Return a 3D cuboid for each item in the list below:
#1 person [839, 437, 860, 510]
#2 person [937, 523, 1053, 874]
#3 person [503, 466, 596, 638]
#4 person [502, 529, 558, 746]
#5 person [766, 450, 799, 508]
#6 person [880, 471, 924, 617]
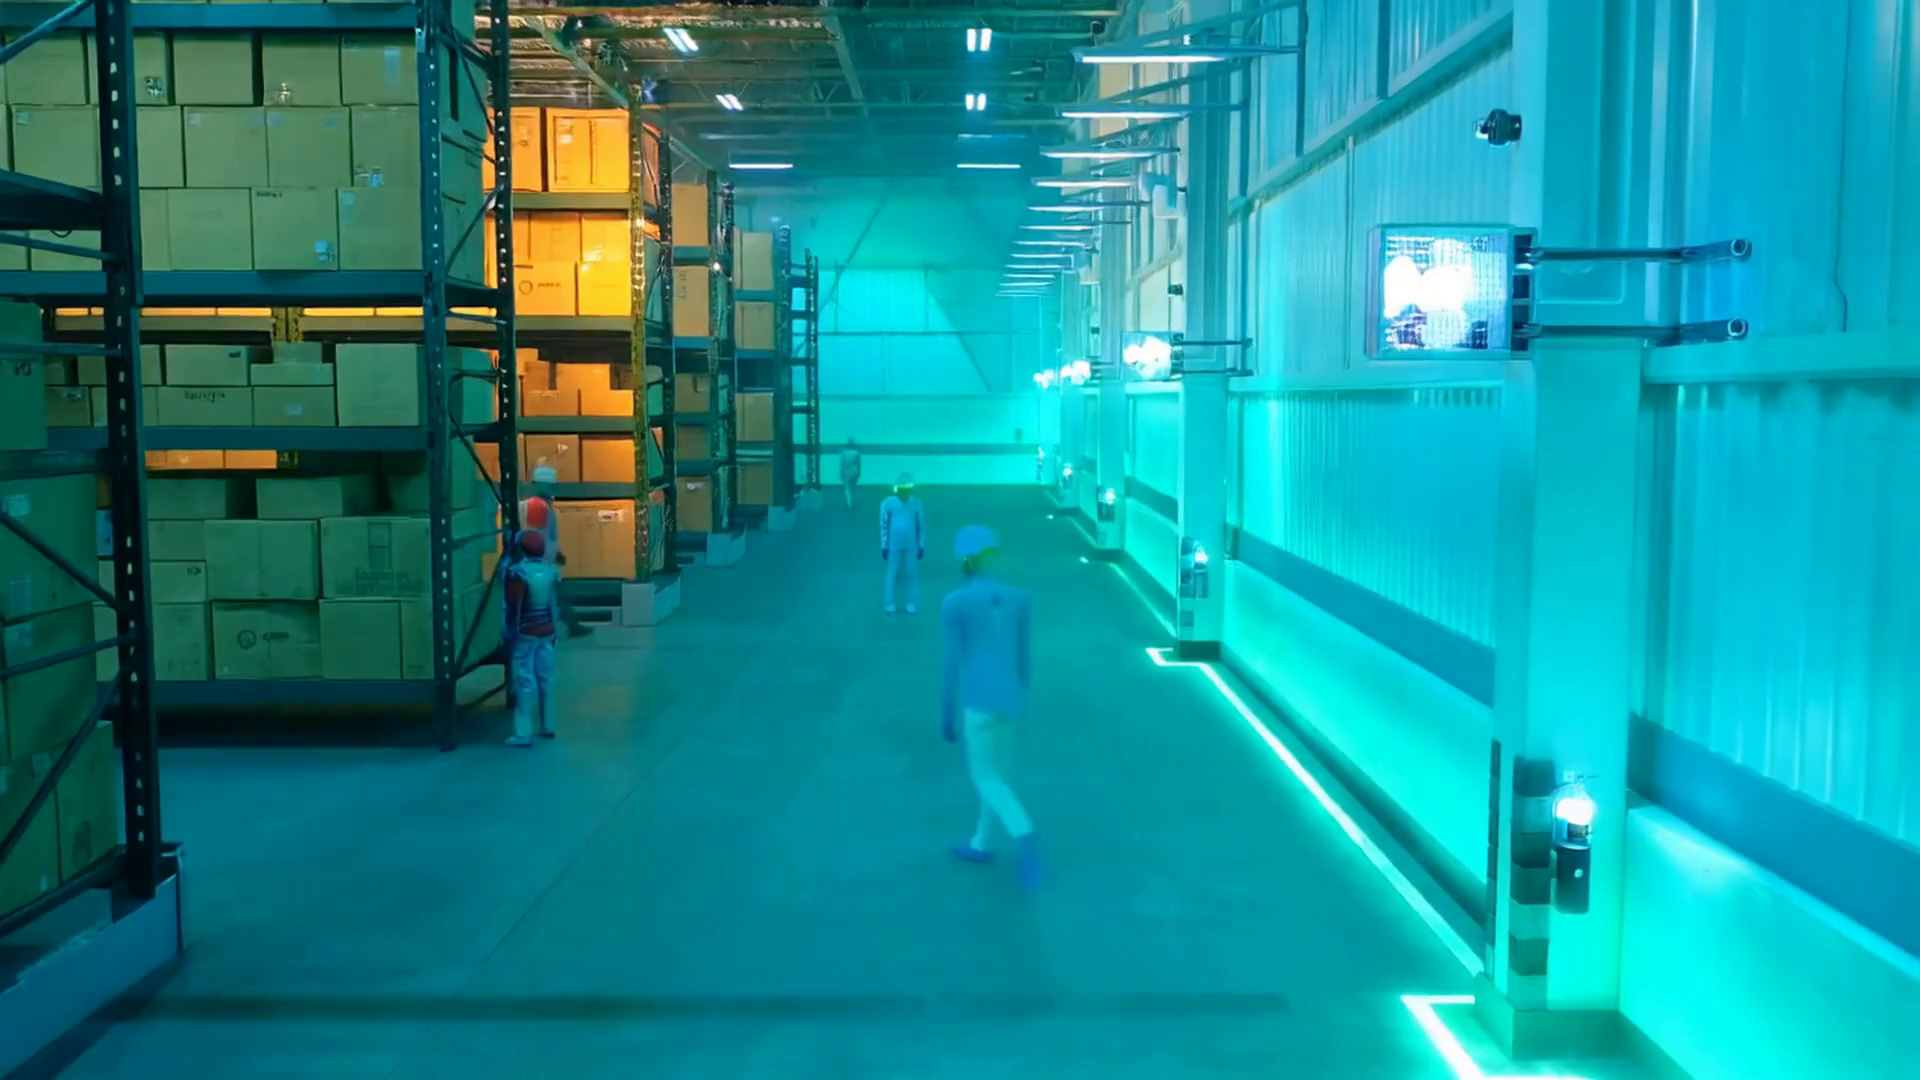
[{"bbox_3d":[-2.534,-1.519,38.294,0.486,1.718,0.690,0,5,-6],"label":"person"},{"bbox_3d":[0.220,0.887,9.064,0.622,1.945,0.852,-3,6,-34],"label":"person"},{"bbox_3d":[-4.508,0.139,18.036,0.996,1.890,0.546,-1,5,-12],"label":"person"},{"bbox_3d":[-3.239,0.732,12.586,0.314,1.632,0.525,3,6,29],"label":"person"},{"bbox_3d":[-4.004,-1.466,36.893,0.759,1.869,0.661,0,5,-1],"label":"person"},{"bbox_3d":[-0.682,0.050,19.872,0.566,1.744,0.350,-2,5,-27],"label":"person"}]
